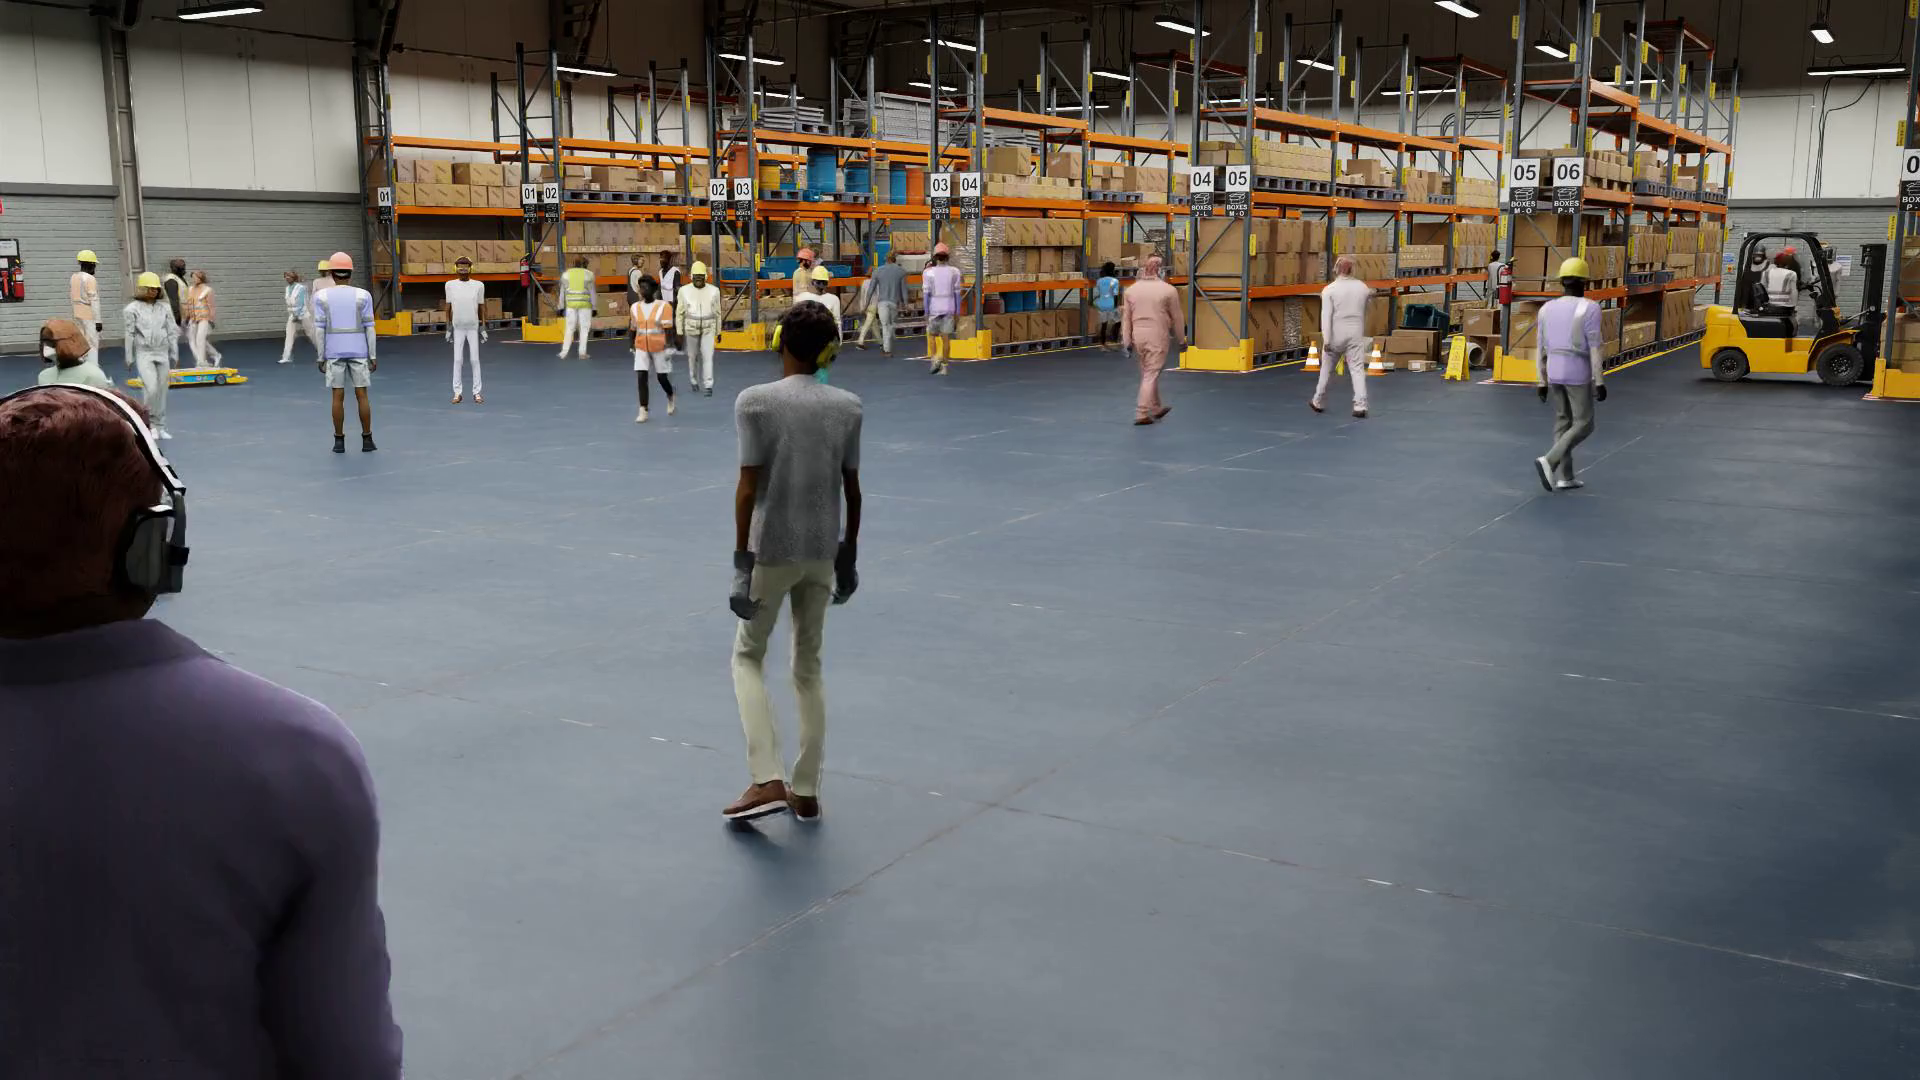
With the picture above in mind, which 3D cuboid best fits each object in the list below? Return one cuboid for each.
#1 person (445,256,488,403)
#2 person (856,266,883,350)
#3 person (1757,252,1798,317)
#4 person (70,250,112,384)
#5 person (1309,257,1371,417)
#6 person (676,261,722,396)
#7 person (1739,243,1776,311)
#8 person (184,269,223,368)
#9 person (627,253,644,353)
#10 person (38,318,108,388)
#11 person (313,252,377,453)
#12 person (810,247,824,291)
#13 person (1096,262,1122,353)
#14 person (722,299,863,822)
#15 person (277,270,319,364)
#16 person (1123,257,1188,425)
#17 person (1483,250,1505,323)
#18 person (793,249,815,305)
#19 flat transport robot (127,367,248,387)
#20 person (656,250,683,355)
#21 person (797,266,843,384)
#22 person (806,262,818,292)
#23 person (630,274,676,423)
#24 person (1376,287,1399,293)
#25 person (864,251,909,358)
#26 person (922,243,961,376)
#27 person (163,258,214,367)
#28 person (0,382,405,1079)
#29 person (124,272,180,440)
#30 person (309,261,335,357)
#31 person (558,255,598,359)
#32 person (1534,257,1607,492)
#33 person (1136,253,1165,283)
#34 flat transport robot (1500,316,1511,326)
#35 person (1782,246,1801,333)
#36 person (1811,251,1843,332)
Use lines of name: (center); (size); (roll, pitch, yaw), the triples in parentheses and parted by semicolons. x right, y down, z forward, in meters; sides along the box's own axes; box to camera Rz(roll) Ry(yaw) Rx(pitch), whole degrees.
person: (-6.269, -2.661, 21.105); (0.518, 1.861, 0.327); (-3, 10, -14)
person: (-1.675, -4.438, 31.815); (0.873, 1.586, 0.497); (-8, 13, -38)
person: (14.124, -4.011, 28.651); (0.819, 1.854, 0.604); (-10, 14, -44)
person: (-12.535, -3.202, 23.949); (0.593, 1.923, 0.382); (7, 12, 35)
person: (4.507, -2.385, 19.579); (0.645, 1.855, 1.034); (-2, 10, -12)
person: (-3.506, -2.844, 22.335); (0.611, 1.792, 0.926); (-2, 10, -12)
person: (14.882, -4.545, 31.149); (0.706, 2.000, 0.544); (8, 13, 36)
person: (-12.077, -3.508, 26.527); (0.520, 1.613, 0.683); (5, 11, 26)
person: (-5.959, -4.363, 30.686); (0.351, 1.843, 0.506); (-6, 12, -32)
person: (-4.987, -0.469, 9.527); (0.504, 1.617, 0.683); (4, 11, 20)
person: (-5.945, -1.810, 16.123); (0.551, 1.934, 0.362); (-3, 11, -18)
person: (-3.423, -6.010, 39.637); (0.376, 1.940, 0.629); (-10, 14, -43)
person: (2.766, -4.302, 30.760); (0.546, 1.684, 0.458); (9, 14, 41)
person: (-0.570, 0.078, 5.845); (0.576, 1.829, 0.453); (-6, 12, -31)
person: (-11.179, -3.784, 28.217); (0.504, 1.590, 0.934); (5, 11, 26)
person: (2.231, -2.246, 18.775); (0.644, 1.859, 0.978); (8, 13, 38)
person: (12.658, -5.925, 39.395); (0.512, 1.860, 0.331); (3, 10, 15)
person: (-2.561, -3.813, 27.362); (0.377, 1.928, 0.542); (-3, 11, -19)
flat transport robot: (-10.978, -2.321, 23.647); (0.652, 0.197, 1.431); (9, 13, 41)
person: (-5.322, -4.274, 30.041); (0.730, 1.889, 0.617); (-8, 13, -37)
person: (-1.662, -2.362, 19.717); (0.560, 1.743, 0.557); (-3, 11, -16)
person: (-2.830, -4.554, 31.641); (0.649, 1.883, 0.805); (8, 13, 38)
person: (-3.496, -2.188, 18.969); (0.540, 1.675, 0.657); (2, 10, 10)
person: (10.152, -6.007, 39.582); (0.556, 1.954, 0.636); (-9, 14, -42)
person: (-1.324, -4.217, 29.735); (0.757, 1.873, 1.010); (-2, 10, -12)
person: (-0.282, -3.504, 25.363); (0.617, 2.026, 0.456); (-2, 10, -10)
person: (-12.649, -3.645, 26.818); (0.943, 1.797, 0.631); (-1, 10, -5)
person: (-0.950, 0.765, 1.881); (0.641, 1.877, 0.744); (-3, 11, -17)
person: (-8.282, -1.878, 17.086); (0.476, 1.725, 0.518); (7, 12, 34)
person: (-11.153, -4.050, 29.298); (0.539, 1.718, 0.925); (3, 11, 16)
person: (-6.718, -4.080, 29.213); (0.728, 1.809, 0.455); (0, 10, 3)
person: (4.929, -1.330, 13.495); (0.706, 1.908, 0.633); (-6, 12, -28)
person: (3.635, -4.502, 31.469); (0.634, 1.839, 0.429); (8, 13, 37)
flat transport robot: (13.343, -5.392, 40.846); (0.652, 0.197, 1.431); (7, 12, 33)
person: (18.793, -5.667, 37.666); (0.530, 1.959, 0.629); (7, 12, 33)
person: (19.494, -5.587, 37.453); (0.636, 1.889, 1.040); (4, 11, 21)
